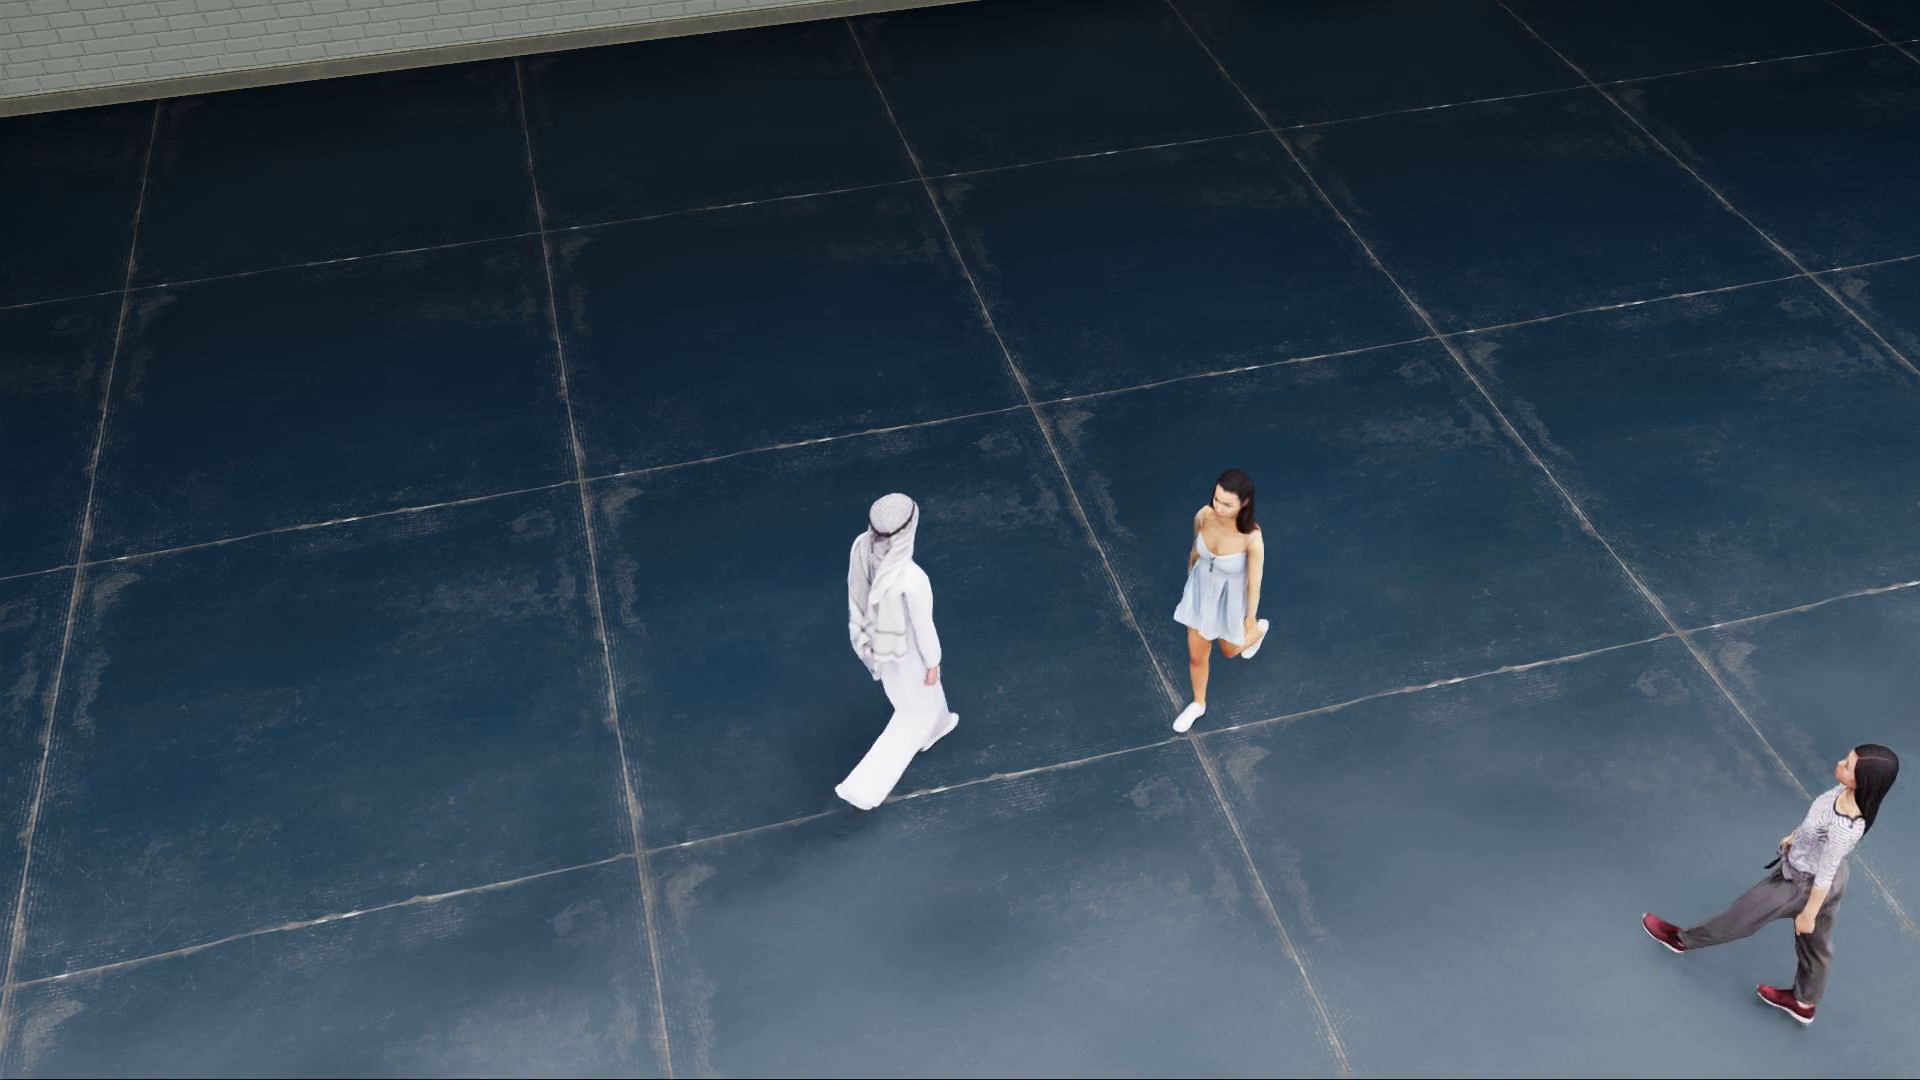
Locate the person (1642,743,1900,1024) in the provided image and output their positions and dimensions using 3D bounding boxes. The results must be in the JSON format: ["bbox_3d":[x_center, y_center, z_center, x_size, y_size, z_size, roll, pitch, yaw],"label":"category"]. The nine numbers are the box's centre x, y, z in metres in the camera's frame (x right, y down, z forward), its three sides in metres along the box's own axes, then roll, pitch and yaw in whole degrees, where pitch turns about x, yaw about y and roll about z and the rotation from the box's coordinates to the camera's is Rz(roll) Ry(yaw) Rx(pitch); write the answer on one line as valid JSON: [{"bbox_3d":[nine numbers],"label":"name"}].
[{"bbox_3d":[3.815,1.544,7.292,1.151,1.694,1.015,28,50,27],"label":"person"}]

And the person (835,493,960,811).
[{"bbox_3d":[-0.354,0.567,8.189,1.101,1.898,1.210,-31,51,-29],"label":"person"}]

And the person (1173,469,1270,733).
[{"bbox_3d":[1.405,0.259,8.658,1.011,1.709,0.982,31,51,29],"label":"person"}]
